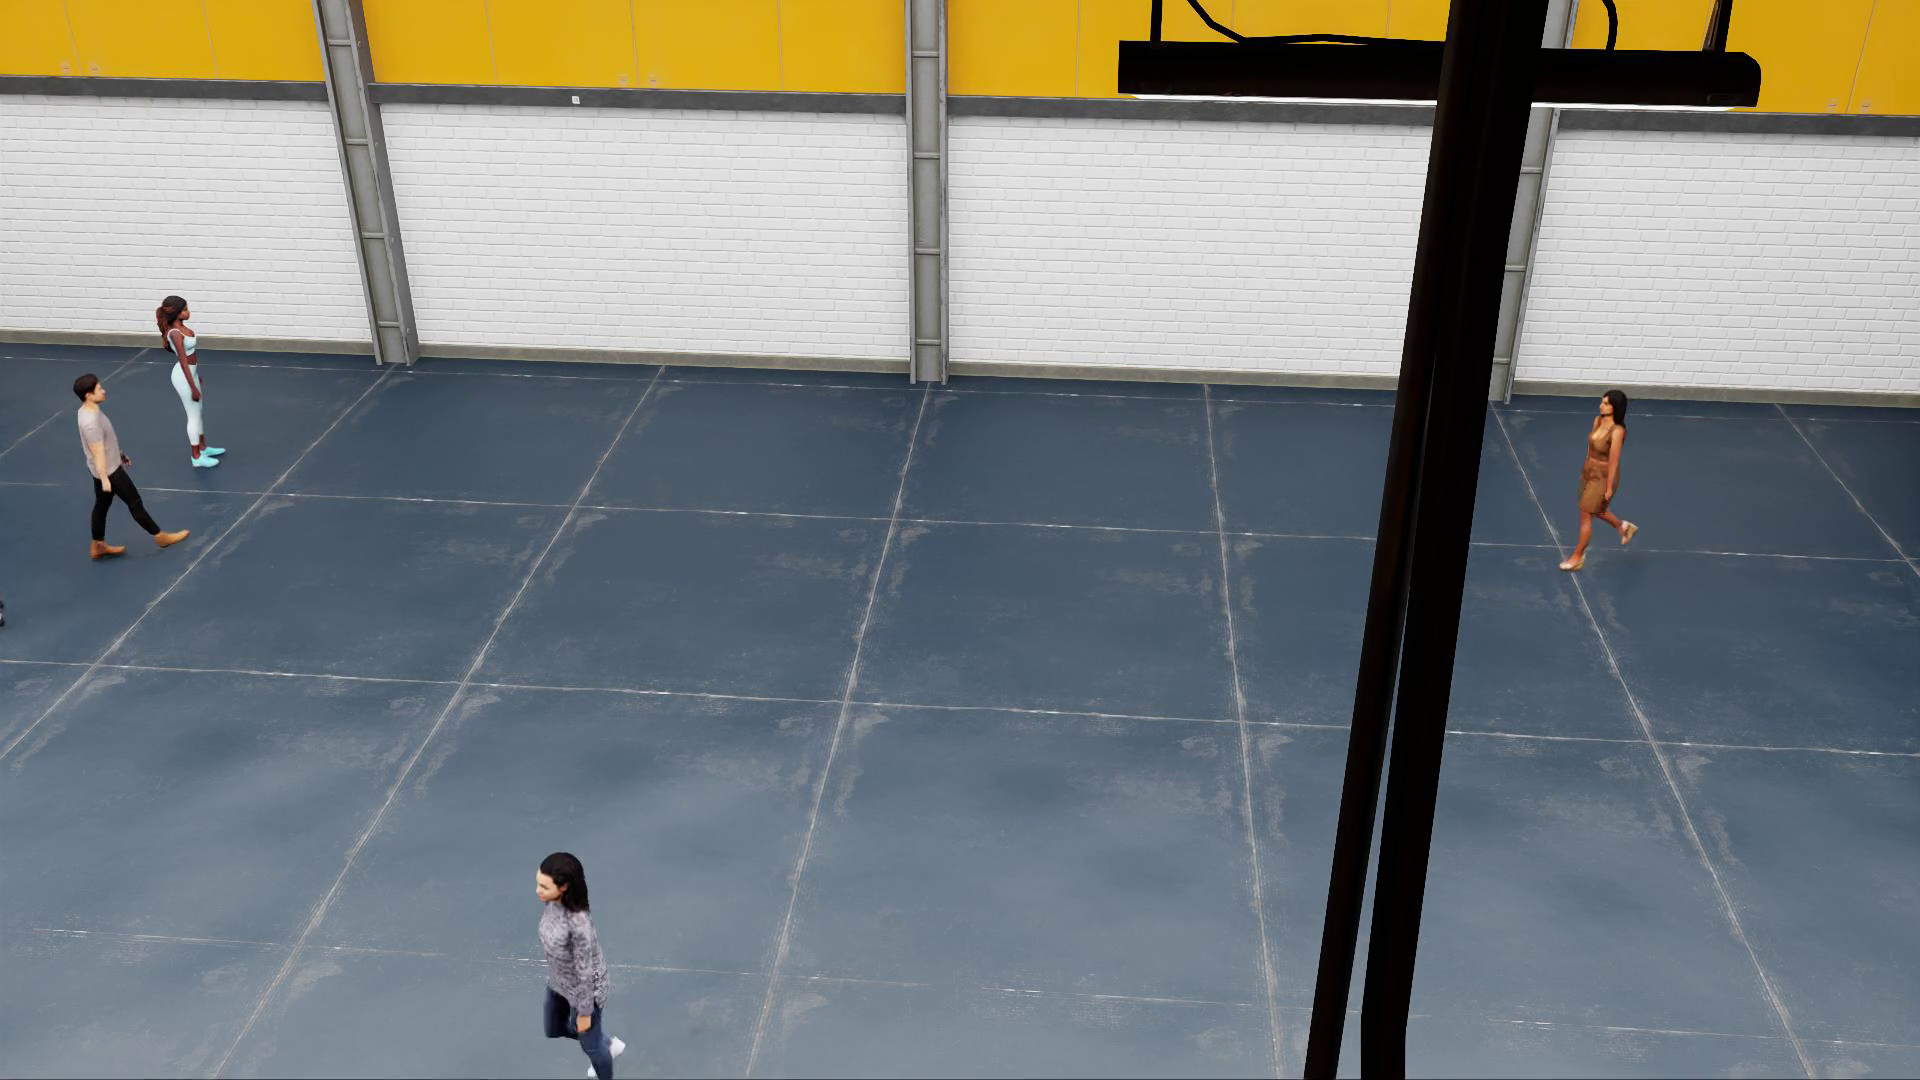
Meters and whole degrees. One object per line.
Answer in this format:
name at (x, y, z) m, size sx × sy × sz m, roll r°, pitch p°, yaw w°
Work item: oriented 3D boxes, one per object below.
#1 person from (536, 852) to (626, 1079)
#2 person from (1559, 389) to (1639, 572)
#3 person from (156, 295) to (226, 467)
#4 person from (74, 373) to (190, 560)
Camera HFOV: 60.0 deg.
person at (-1.960, 2.339, 8.895) m, size 0.833 × 1.719 × 0.773 m, roll -23°, pitch 36°, yaw -35°
person at (5.515, -0.504, 14.153) m, size 0.985 × 1.673 × 0.709 m, roll -5°, pitch 29°, yaw -8°
person at (-7.430, -1.535, 15.992) m, size 0.661 × 1.723 × 0.647 m, roll -10°, pitch 30°, yaw -18°
person at (-7.436, -0.600, 14.310) m, size 1.130 × 1.691 × 0.986 m, roll -16°, pitch 33°, yaw -27°
